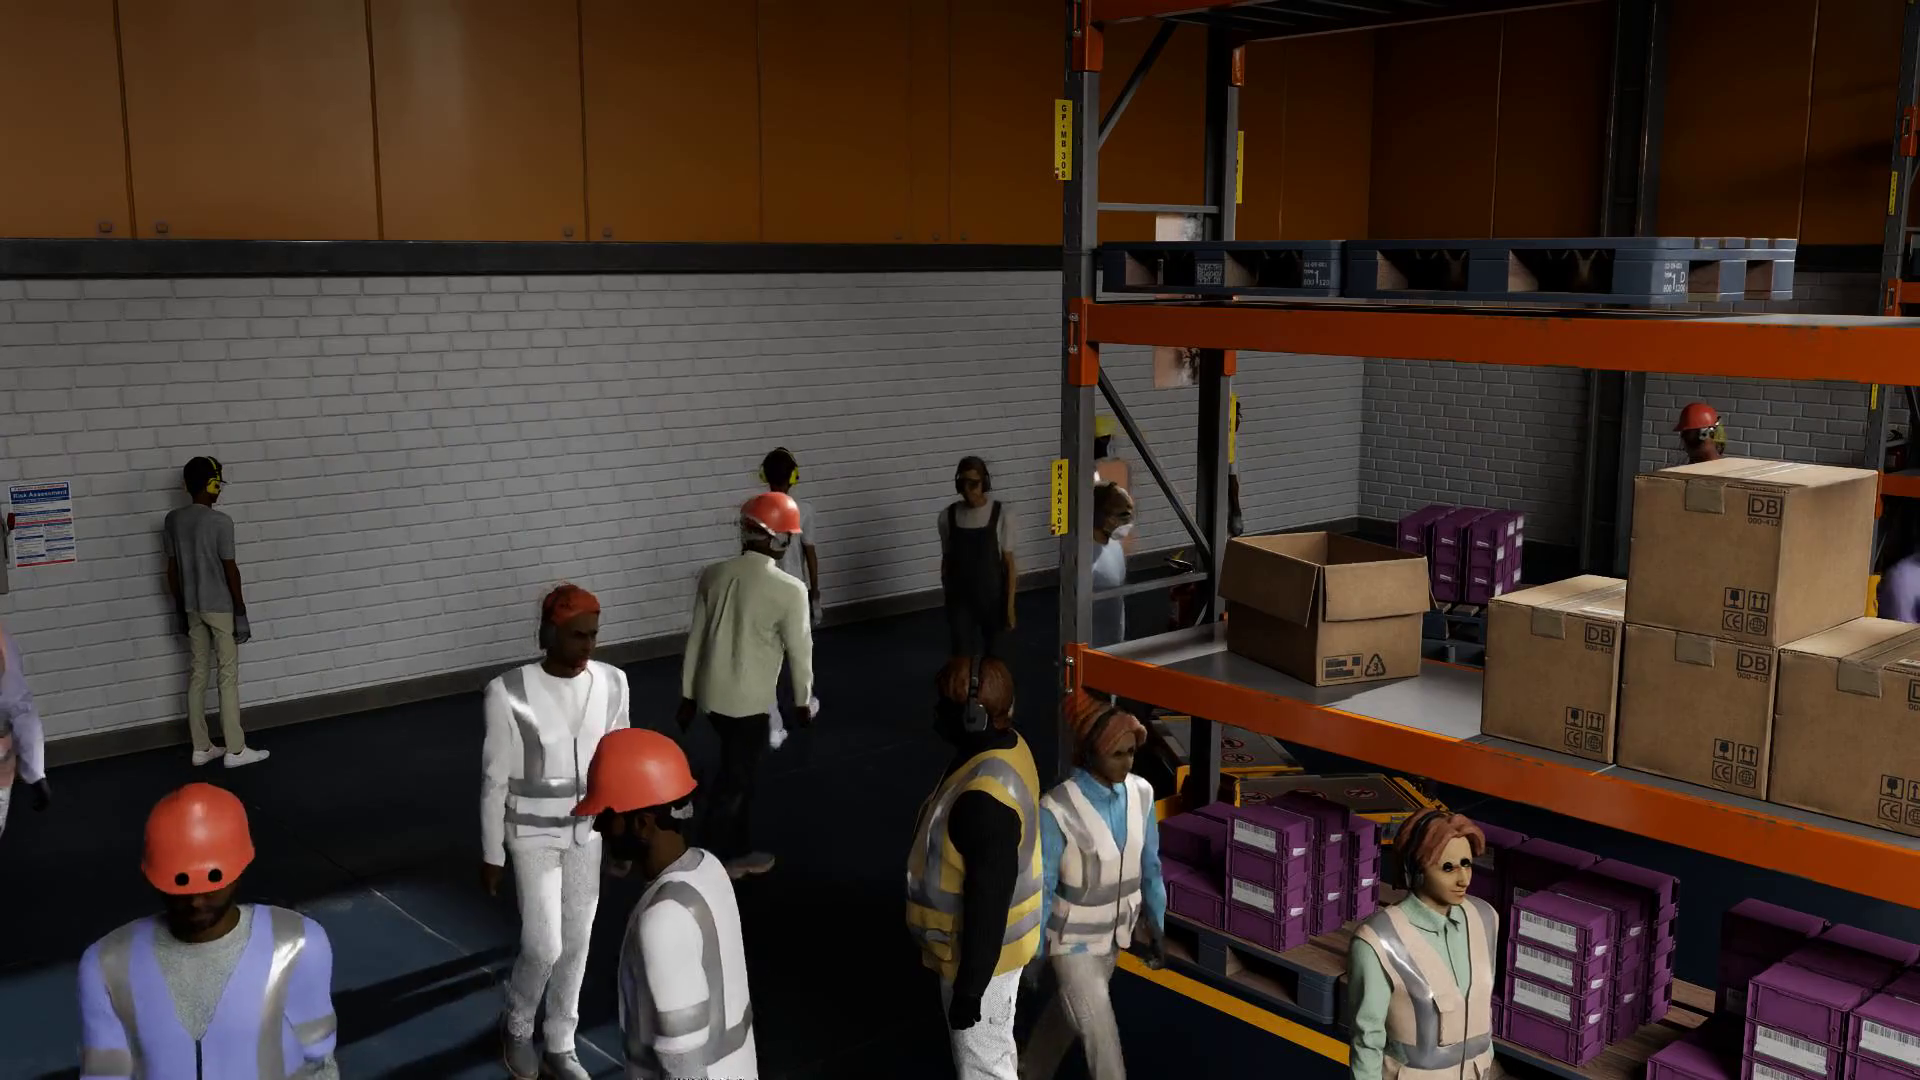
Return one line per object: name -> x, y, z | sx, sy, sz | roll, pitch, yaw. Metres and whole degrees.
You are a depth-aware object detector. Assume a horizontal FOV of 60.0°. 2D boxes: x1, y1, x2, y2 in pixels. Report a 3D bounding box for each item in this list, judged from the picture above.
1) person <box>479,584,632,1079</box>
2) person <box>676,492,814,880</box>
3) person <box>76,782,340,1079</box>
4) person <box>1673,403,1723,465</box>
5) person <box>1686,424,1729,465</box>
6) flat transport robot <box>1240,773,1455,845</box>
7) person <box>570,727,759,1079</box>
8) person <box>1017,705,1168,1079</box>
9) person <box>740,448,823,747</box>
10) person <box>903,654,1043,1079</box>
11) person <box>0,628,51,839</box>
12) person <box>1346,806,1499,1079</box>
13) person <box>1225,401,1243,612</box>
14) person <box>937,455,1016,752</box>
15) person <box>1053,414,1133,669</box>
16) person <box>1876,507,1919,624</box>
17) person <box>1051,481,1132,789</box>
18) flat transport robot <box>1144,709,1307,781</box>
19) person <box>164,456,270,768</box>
person -> -1.437, 1.085, 6.030 | 0.584, 1.867, 0.404 | -9, 13, -41
person -> -0.986, 0.747, 7.779 | 0.602, 1.935, 0.850 | 8, 13, 39
person -> -1.730, 1.444, 3.915 | 0.535, 1.881, 1.046 | -2, 10, -11
person -> 5.313, -0.001, 12.042 | 0.387, 1.989, 0.608 | 3, 10, 16
person -> 6.002, -0.092, 13.368 | 0.702, 1.719, 0.507 | 7, 12, 37
flat transport robot -> 1.884, 1.424, 8.715 | 1.431, 0.197, 0.652 | -1, 10, -6
person -> -0.764, 1.396, 4.076 | 0.712, 1.905, 0.590 | 0, 10, 3
person -> 0.437, 1.314, 5.513 | 0.523, 1.588, 0.899 | -9, 13, -42
person -> -1.112, 0.329, 10.528 | 0.554, 1.838, 0.859 | 1, 10, 4
person -> 0.040, 1.253, 5.126 | 0.429, 1.844, 0.626 | 0, 10, 2
person -> -4.052, 1.001, 6.740 | 0.954, 1.791, 0.624 | 9, 13, 43
person -> 1.196, 1.489, 4.334 | 0.512, 1.641, 0.307 | -6, 12, -33
person -> 2.169, -0.230, 13.719 | 0.331, 1.874, 0.519 | -4, 10, -22
person -> 0.127, 0.372, 10.337 | 0.527, 1.824, 0.637 | 2, 10, 13
person -> 0.962, 0.032, 12.101 | 0.592, 1.906, 0.652 | -8, 12, -38
person -> 4.666, 0.743, 7.944 | 0.741, 1.907, 0.362 | -3, 10, -19
person -> 0.623, 0.632, 8.556 | 0.548, 1.915, 0.808 | 3, 10, 20
flat transport robot -> 1.514, 1.255, 9.703 | 0.652, 0.197, 1.431 | -1, 10, -5
person -> -4.440, 0.429, 9.887 | 0.510, 1.865, 0.329 | 3, 10, 17
